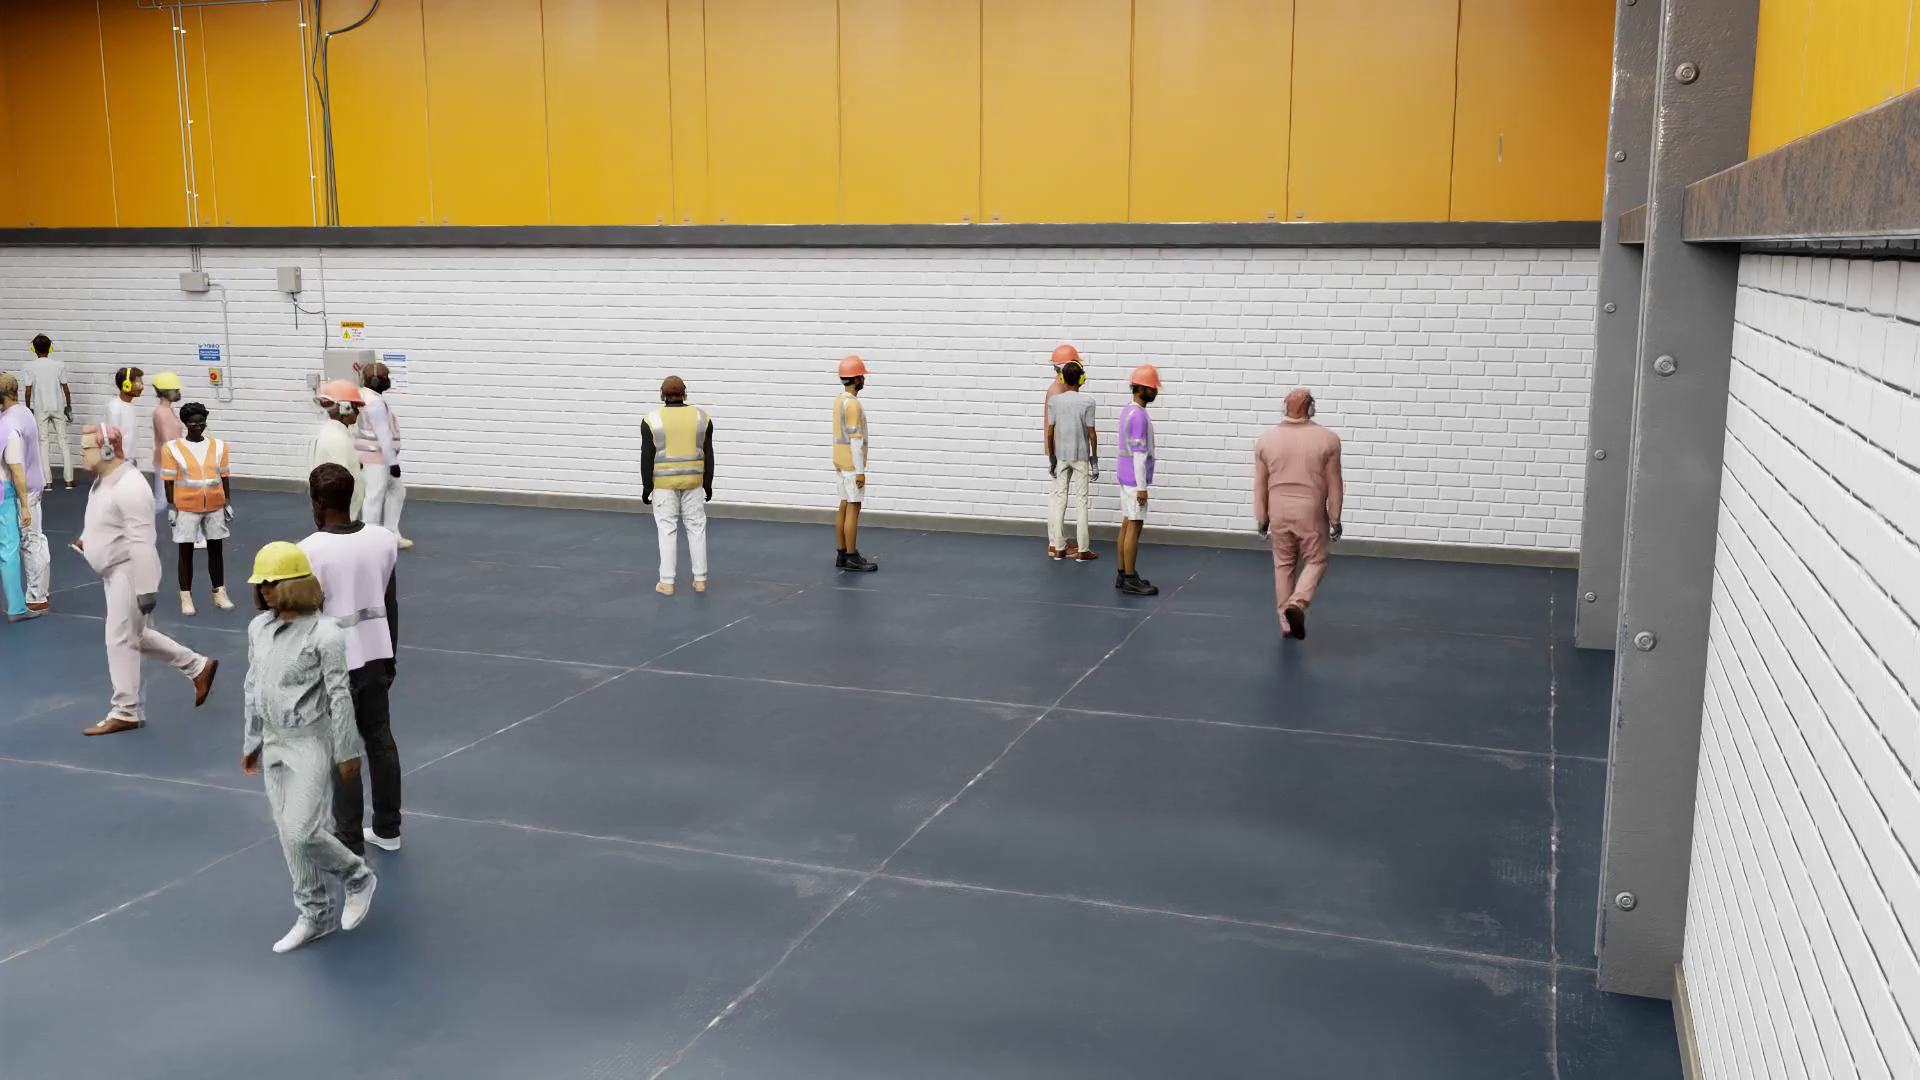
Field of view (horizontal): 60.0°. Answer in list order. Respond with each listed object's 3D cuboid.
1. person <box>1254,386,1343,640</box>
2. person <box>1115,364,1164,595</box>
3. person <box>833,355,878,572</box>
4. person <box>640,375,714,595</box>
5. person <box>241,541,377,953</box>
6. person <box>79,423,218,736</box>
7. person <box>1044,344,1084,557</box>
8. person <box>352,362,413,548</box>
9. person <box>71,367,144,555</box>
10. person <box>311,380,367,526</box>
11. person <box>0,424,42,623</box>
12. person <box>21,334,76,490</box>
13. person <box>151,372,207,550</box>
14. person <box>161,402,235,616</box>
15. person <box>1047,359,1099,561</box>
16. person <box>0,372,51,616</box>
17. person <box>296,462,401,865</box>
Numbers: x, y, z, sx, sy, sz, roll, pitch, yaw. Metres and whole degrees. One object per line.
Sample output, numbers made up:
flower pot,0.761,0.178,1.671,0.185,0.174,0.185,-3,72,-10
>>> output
person,2.479,-0.180,12.246,0.661,1.892,0.592,5,11,27
person,1.511,-0.511,13.986,0.379,1.937,0.548,-1,10,-3
person,-0.961,-0.684,14.951,0.346,1.942,0.546,-4,11,-20
person,-2.381,-0.463,13.996,0.633,1.839,0.429,-5,11,-24
person,-2.743,0.854,6.884,0.491,1.728,0.403,6,12,29
person,-4.963,0.211,10.083,0.751,1.883,0.657,-8,13,-38
person,0.976,-0.845,15.699,0.374,1.997,0.613,1,10,6
person,-5.430,-0.770,15.769,0.635,1.818,0.645,-5,11,-25
person,-7.787,-0.665,15.200,0.770,1.833,0.564,-2,10,-10
person,-4.489,-0.150,11.867,0.602,1.969,0.643,-4,11,-22
person,-7.494,-0.263,12.852,0.571,1.843,0.372,0,10,2
person,-10.901,-1.527,19.894,0.518,1.874,0.326,-7,12,-35
person,-7.567,-0.730,15.791,0.815,1.733,0.523,-2,10,-14
person,-6.048,-0.255,13.227,0.533,1.696,0.318,-9,14,-42
person,1.055,-0.735,15.428,0.513,1.877,0.328,5,11,26
person,-7.453,-0.364,13.170,0.377,1.936,0.628,-4,11,-20
person,-2.885,0.588,7.859,0.390,1.917,0.591,5,11,26
